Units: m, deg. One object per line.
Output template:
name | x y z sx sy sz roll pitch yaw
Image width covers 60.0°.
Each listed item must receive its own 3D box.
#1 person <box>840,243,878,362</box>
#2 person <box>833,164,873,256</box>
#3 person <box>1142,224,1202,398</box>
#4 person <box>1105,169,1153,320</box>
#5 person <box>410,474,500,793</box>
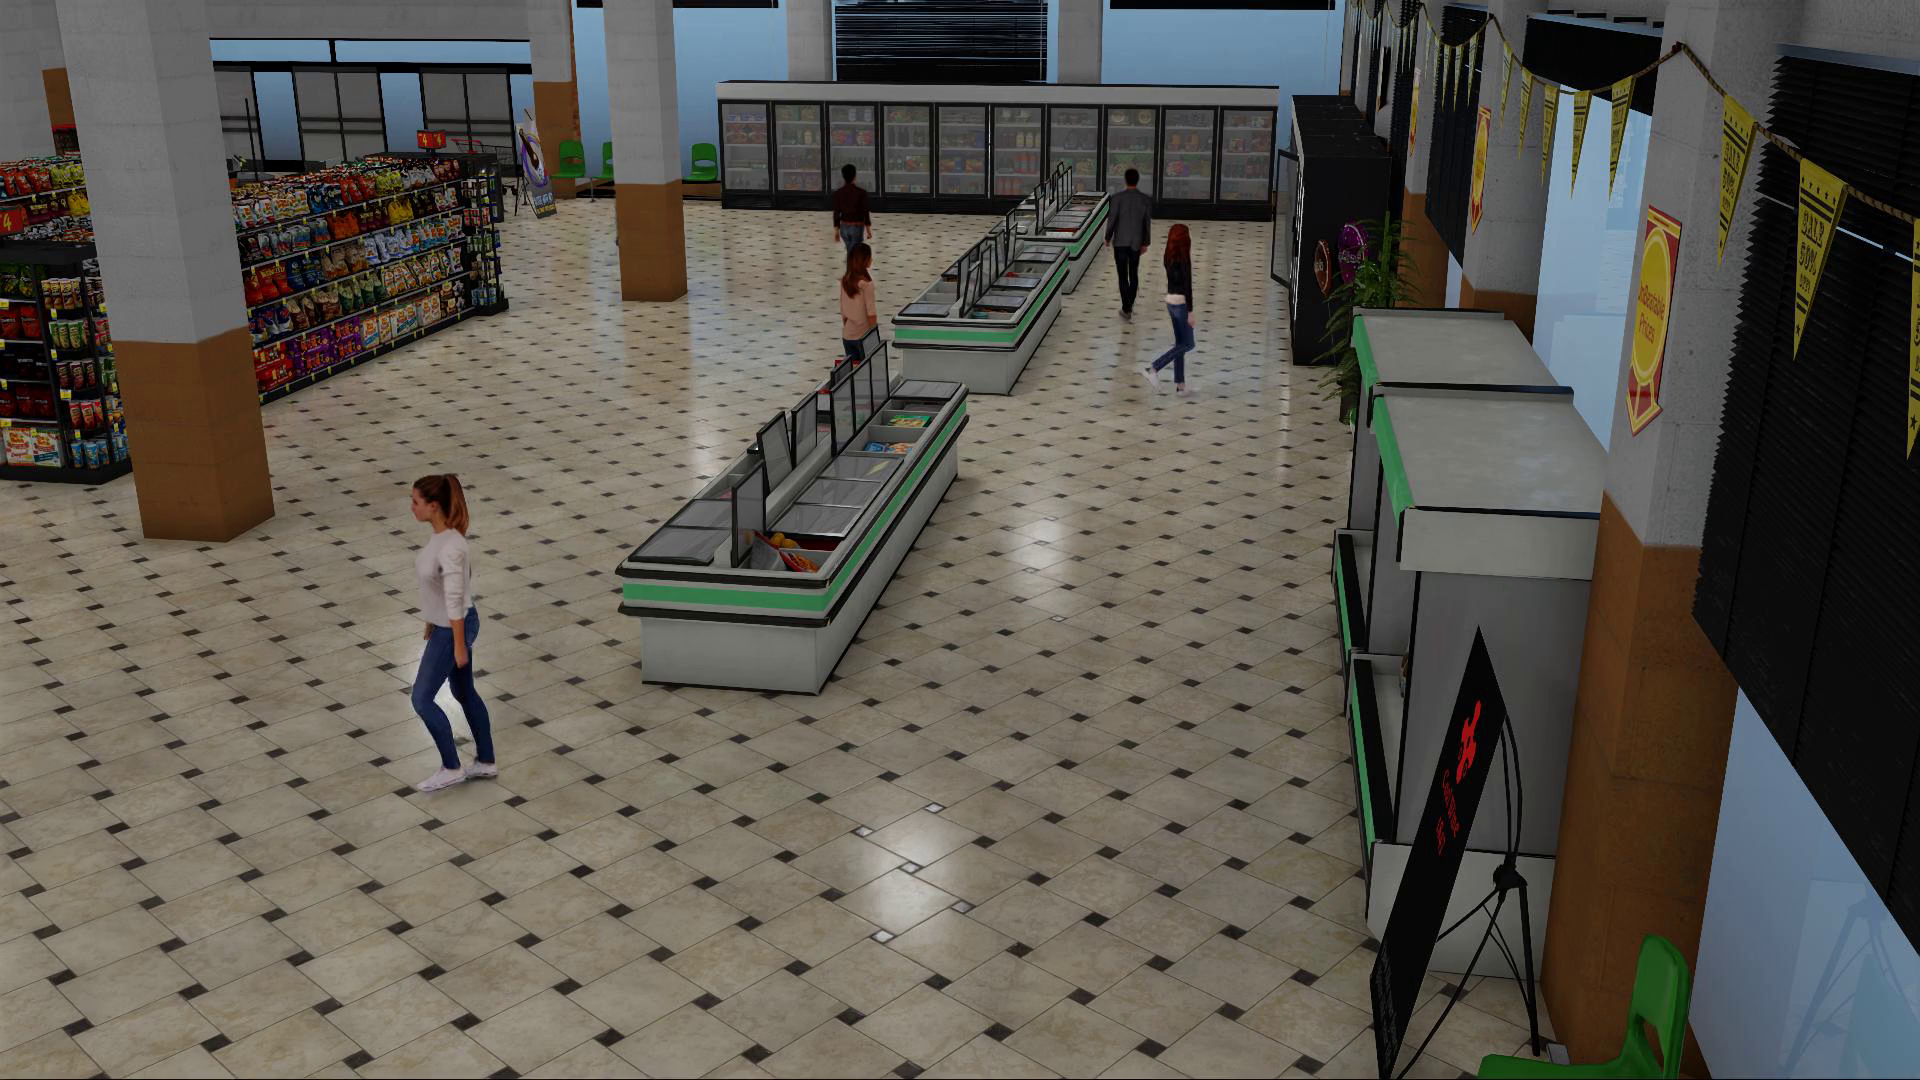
person | -0.956 -1.907 15.698 0.699 1.789 0.673 -18 25 -42
person | -1.459 -4.102 22.276 0.763 1.746 1.159 6 20 18
person | 2.161 -2.308 16.898 0.902 1.782 0.953 -6 19 -16
person | 2.128 -3.702 20.950 0.959 1.836 1.166 -4 19 -11
person | -2.575 0.485 8.725 0.834 1.712 0.746 -6 20 -17
